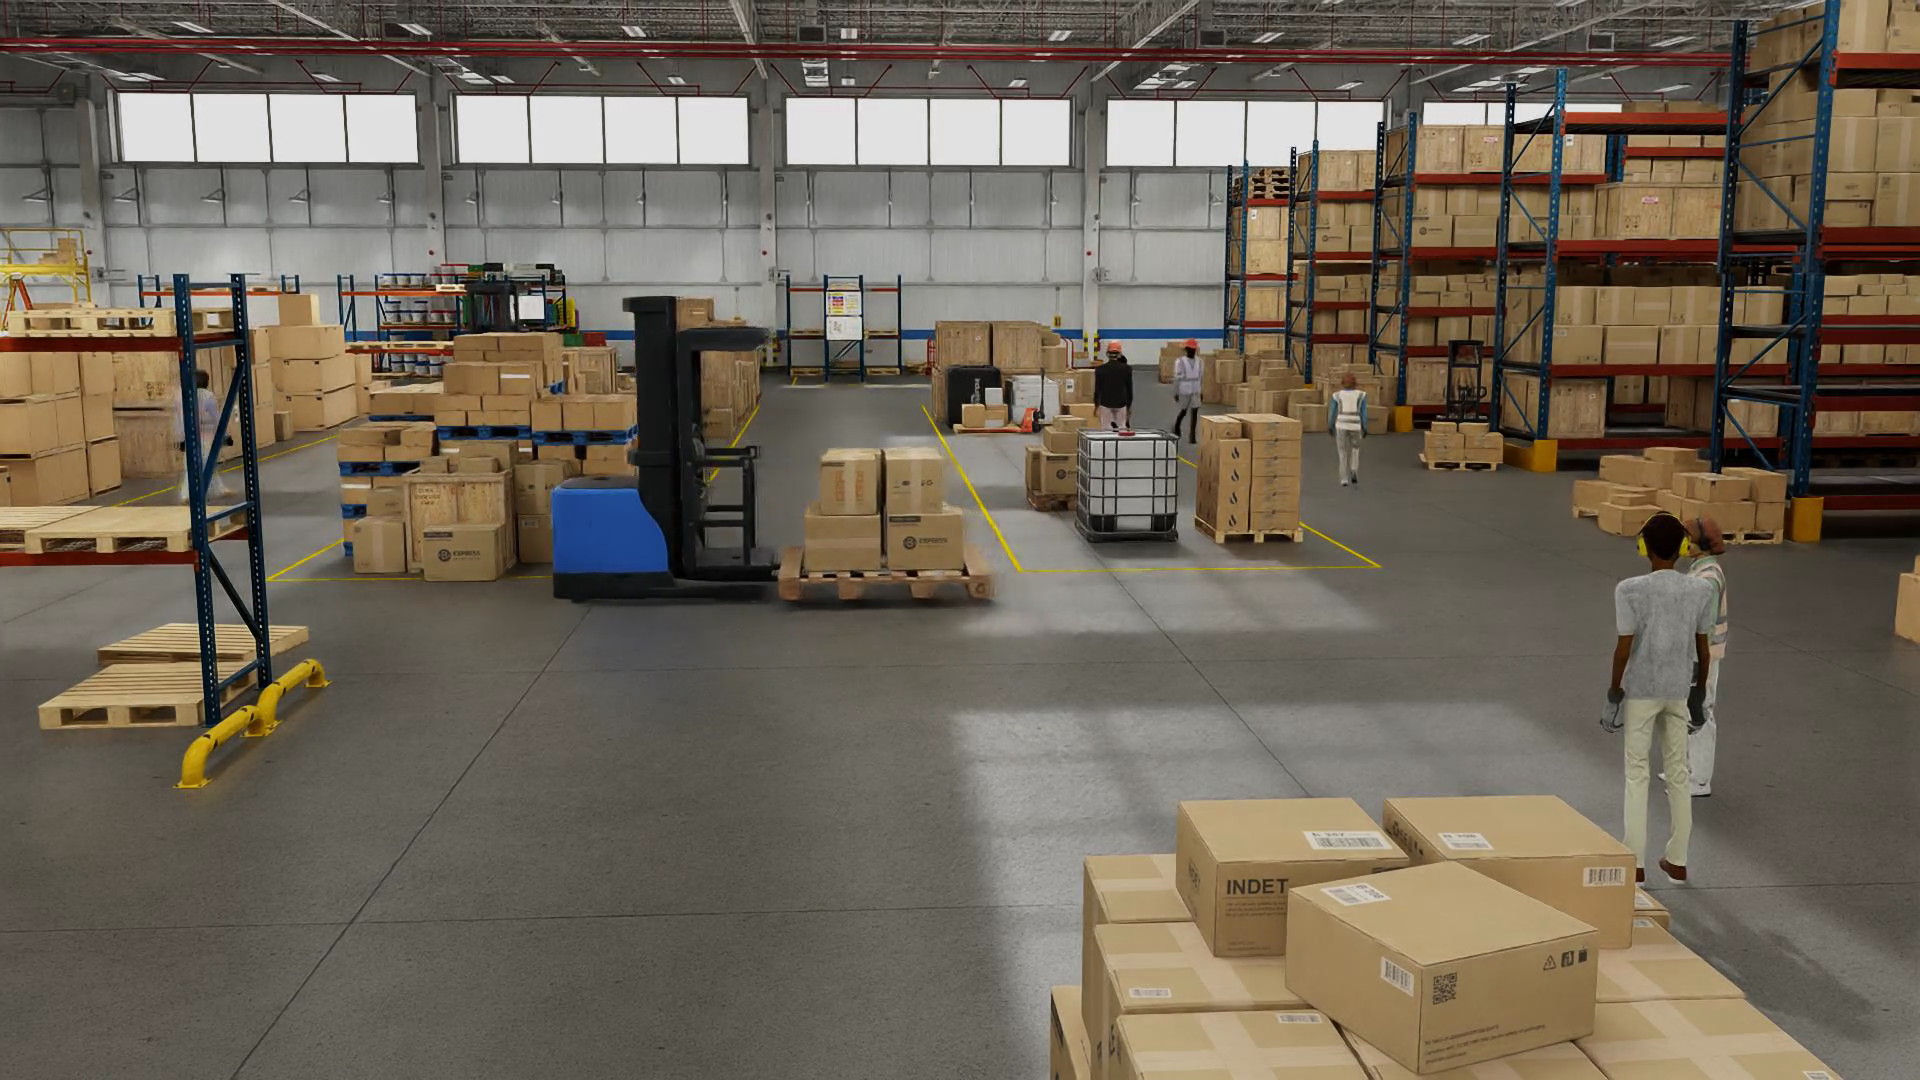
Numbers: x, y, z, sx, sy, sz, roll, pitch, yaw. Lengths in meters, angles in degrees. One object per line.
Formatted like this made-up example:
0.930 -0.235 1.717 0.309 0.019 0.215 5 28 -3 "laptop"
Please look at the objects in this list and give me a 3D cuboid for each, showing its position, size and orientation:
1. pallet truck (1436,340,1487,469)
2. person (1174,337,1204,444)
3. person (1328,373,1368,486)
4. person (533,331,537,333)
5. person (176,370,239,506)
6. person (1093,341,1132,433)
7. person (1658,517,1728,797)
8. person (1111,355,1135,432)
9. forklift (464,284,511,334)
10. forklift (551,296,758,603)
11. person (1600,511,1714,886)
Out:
8.004 -2.170 26.422 0.823 1.965 1.885 2 9 14 "pallet truck"
4.127 -2.710 30.066 0.548 1.920 0.671 -2 9 -13 "person"
5.613 -1.614 24.107 0.551 1.607 0.724 2 9 11 "person"
-8.259 -3.114 32.531 0.372 1.940 0.627 0 9 2 "person"
-9.994 -1.349 21.948 0.621 1.792 1.004 5 10 29 "person"
2.402 -2.126 26.193 0.629 1.977 0.508 -1 9 -3 "person"
4.289 0.676 9.674 0.309 1.640 0.511 3 10 18 "person"
2.671 -2.236 27.776 0.541 1.696 0.315 -6 11 -31 "person"
-10.249 -4.177 36.257 1.129 2.768 1.873 2 9 9 "forklift"
-2.830 -0.877 15.535 1.873 2.768 1.129 -1 9 -4 "forklift"
3.450 0.792 8.256 0.530 1.858 0.314 -1 9 -3 "person"
